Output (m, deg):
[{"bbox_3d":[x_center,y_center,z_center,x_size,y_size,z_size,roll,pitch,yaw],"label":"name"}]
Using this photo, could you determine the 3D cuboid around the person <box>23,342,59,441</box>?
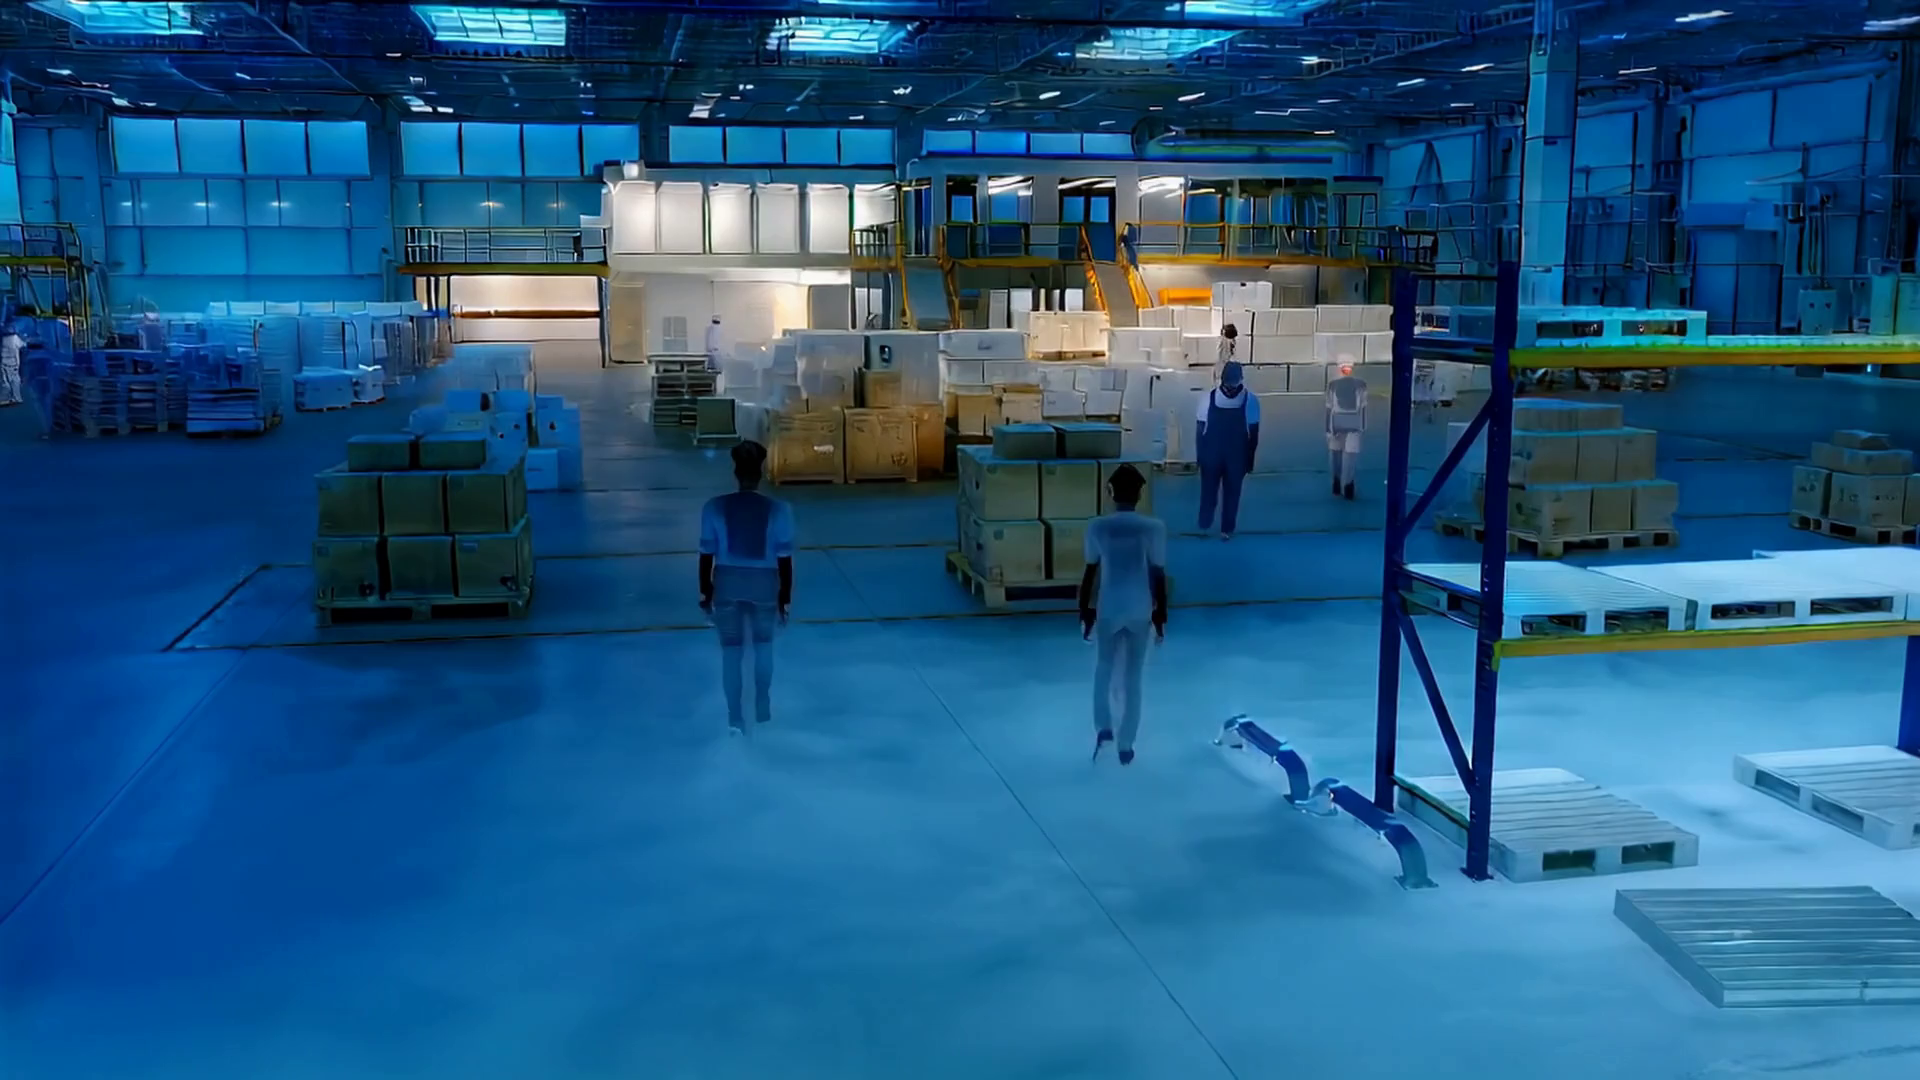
[{"bbox_3d":[-16.036,-2.585,28.973,0.835,1.693,0.555,7,11,35],"label":"person"}]

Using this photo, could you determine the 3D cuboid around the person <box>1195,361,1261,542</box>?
[{"bbox_3d":[2.901,-0.961,18.033,0.711,2.000,0.697,1,9,9],"label":"person"}]

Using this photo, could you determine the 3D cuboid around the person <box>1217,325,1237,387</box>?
[{"bbox_3d":[5.467,-3.477,34.013,0.976,1.838,0.593,4,10,20],"label":"person"}]

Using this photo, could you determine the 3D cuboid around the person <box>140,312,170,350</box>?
[{"bbox_3d":[-18.805,-4.362,39.014,0.611,1.947,0.978,1,9,5],"label":"person"}]

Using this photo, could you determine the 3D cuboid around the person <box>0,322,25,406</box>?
[{"bbox_3d":[-20.596,-3.810,36.070,0.595,1.824,0.404,6,11,33],"label":"person"}]

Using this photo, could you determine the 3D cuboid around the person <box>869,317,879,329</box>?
[{"bbox_3d":[-2.047,-4.278,38.823,0.696,1.849,0.597,-8,12,-41],"label":"person"}]

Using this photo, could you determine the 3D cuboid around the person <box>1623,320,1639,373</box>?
[{"bbox_3d":[18.779,-5.568,46.766,0.649,1.837,0.326,9,13,44],"label":"person"}]

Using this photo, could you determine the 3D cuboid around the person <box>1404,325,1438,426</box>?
[{"bbox_3d":[8.709,-3.088,31.410,0.969,1.897,0.643,-7,12,-38],"label":"person"}]

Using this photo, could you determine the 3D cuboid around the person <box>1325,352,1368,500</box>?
[{"bbox_3d":[5.026,-1.484,21.653,0.549,1.909,0.879,2,10,12],"label":"person"}]

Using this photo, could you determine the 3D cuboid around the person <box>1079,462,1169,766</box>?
[{"bbox_3d":[0.978,0.464,9.917,0.533,1.852,0.475,1,9,7],"label":"person"}]

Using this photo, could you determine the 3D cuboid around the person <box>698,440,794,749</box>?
[{"bbox_3d":[-1.356,0.329,10.526,0.618,1.930,0.957,-1,9,-4],"label":"person"}]

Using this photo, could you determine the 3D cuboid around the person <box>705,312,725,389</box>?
[{"bbox_3d":[-6.061,-4.669,41.059,0.448,1.905,0.577,-9,13,-43],"label":"person"}]
